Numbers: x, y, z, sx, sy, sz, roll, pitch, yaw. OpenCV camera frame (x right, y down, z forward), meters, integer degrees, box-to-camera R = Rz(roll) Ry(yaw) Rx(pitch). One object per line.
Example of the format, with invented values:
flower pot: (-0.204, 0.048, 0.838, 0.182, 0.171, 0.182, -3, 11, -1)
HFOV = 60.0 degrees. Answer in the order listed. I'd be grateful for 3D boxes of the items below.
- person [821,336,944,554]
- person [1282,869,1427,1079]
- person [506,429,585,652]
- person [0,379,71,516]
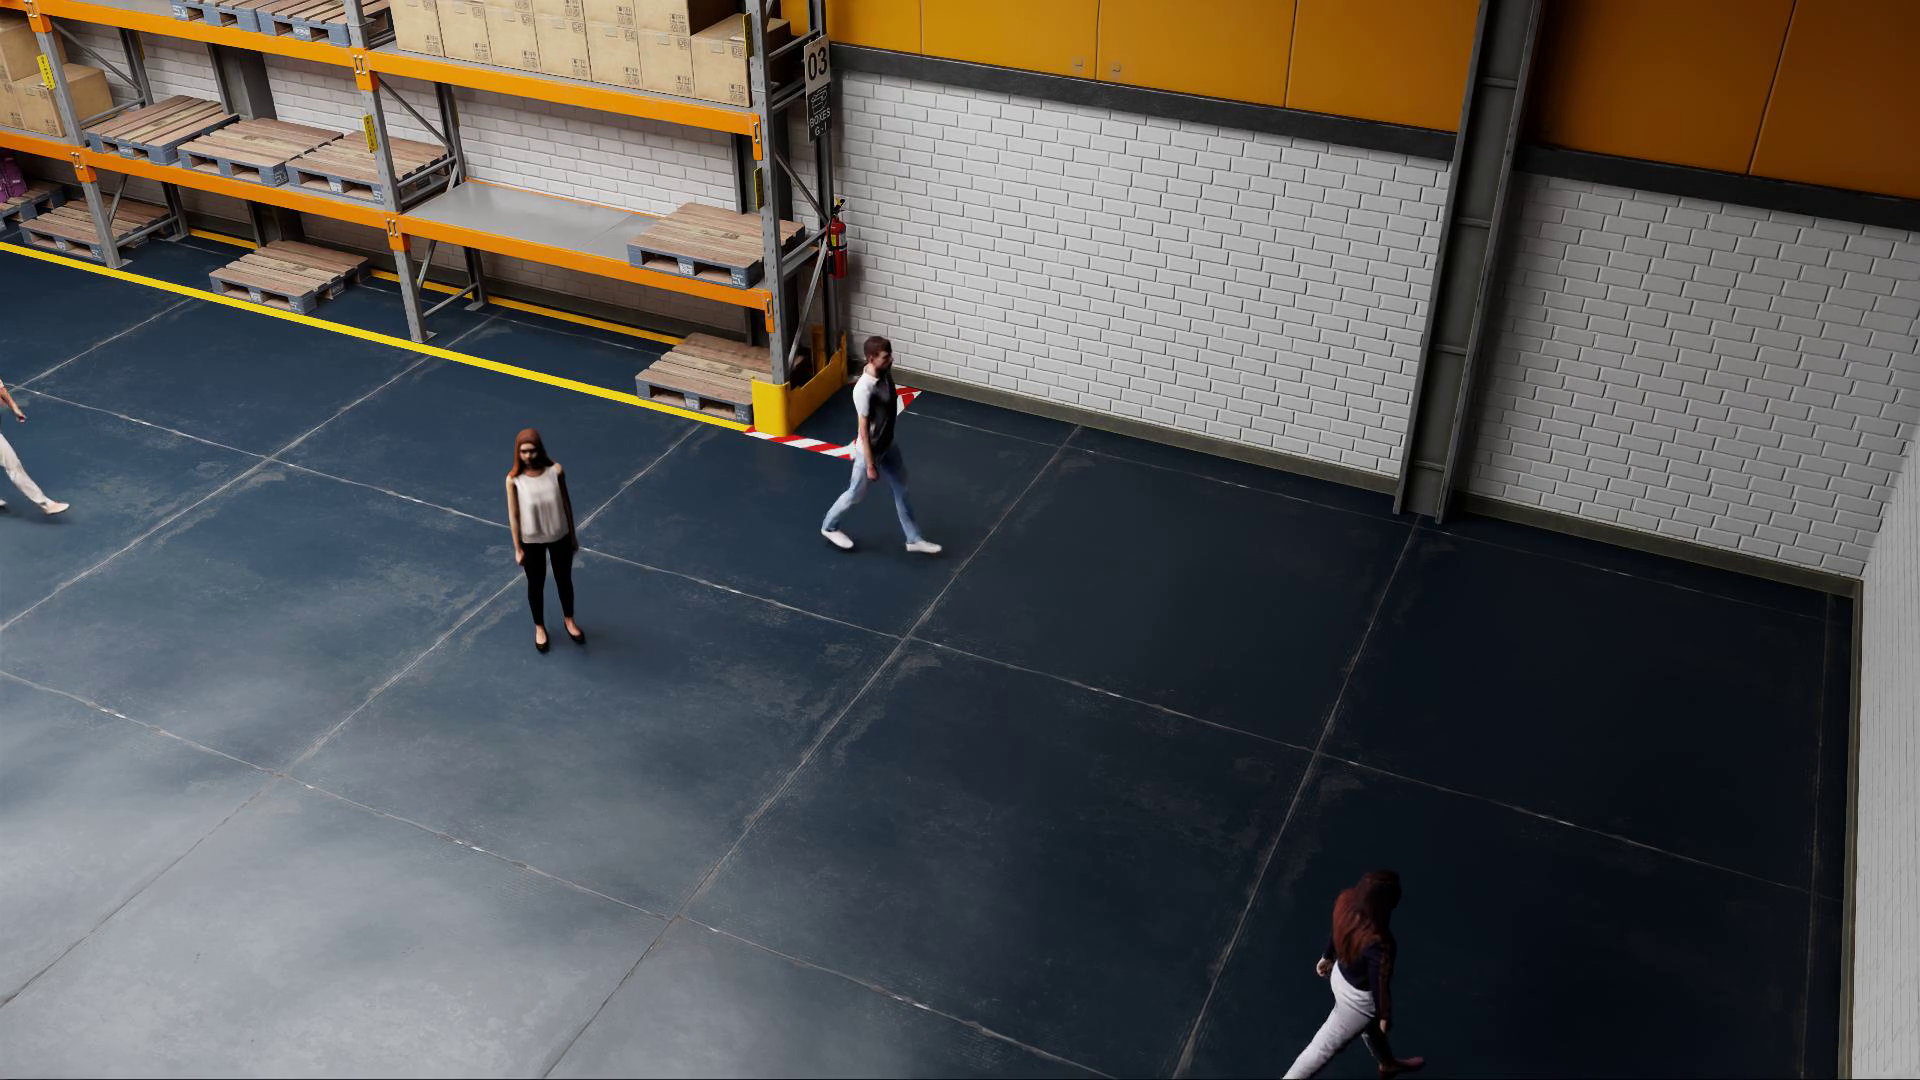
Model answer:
person: (-0.721, -0.678, 12.392, 1.213, 1.807, 0.762, 11, 35, 17)
person: (1.891, 2.256, 8.200, 1.169, 1.561, 1.001, -5, 34, -8)
person: (-2.870, -0.019, 11.479, 0.655, 1.720, 0.699, -14, 36, -20)
person: (-7.634, -0.925, 12.884, 1.192, 1.674, 0.830, 5, 34, 7)
